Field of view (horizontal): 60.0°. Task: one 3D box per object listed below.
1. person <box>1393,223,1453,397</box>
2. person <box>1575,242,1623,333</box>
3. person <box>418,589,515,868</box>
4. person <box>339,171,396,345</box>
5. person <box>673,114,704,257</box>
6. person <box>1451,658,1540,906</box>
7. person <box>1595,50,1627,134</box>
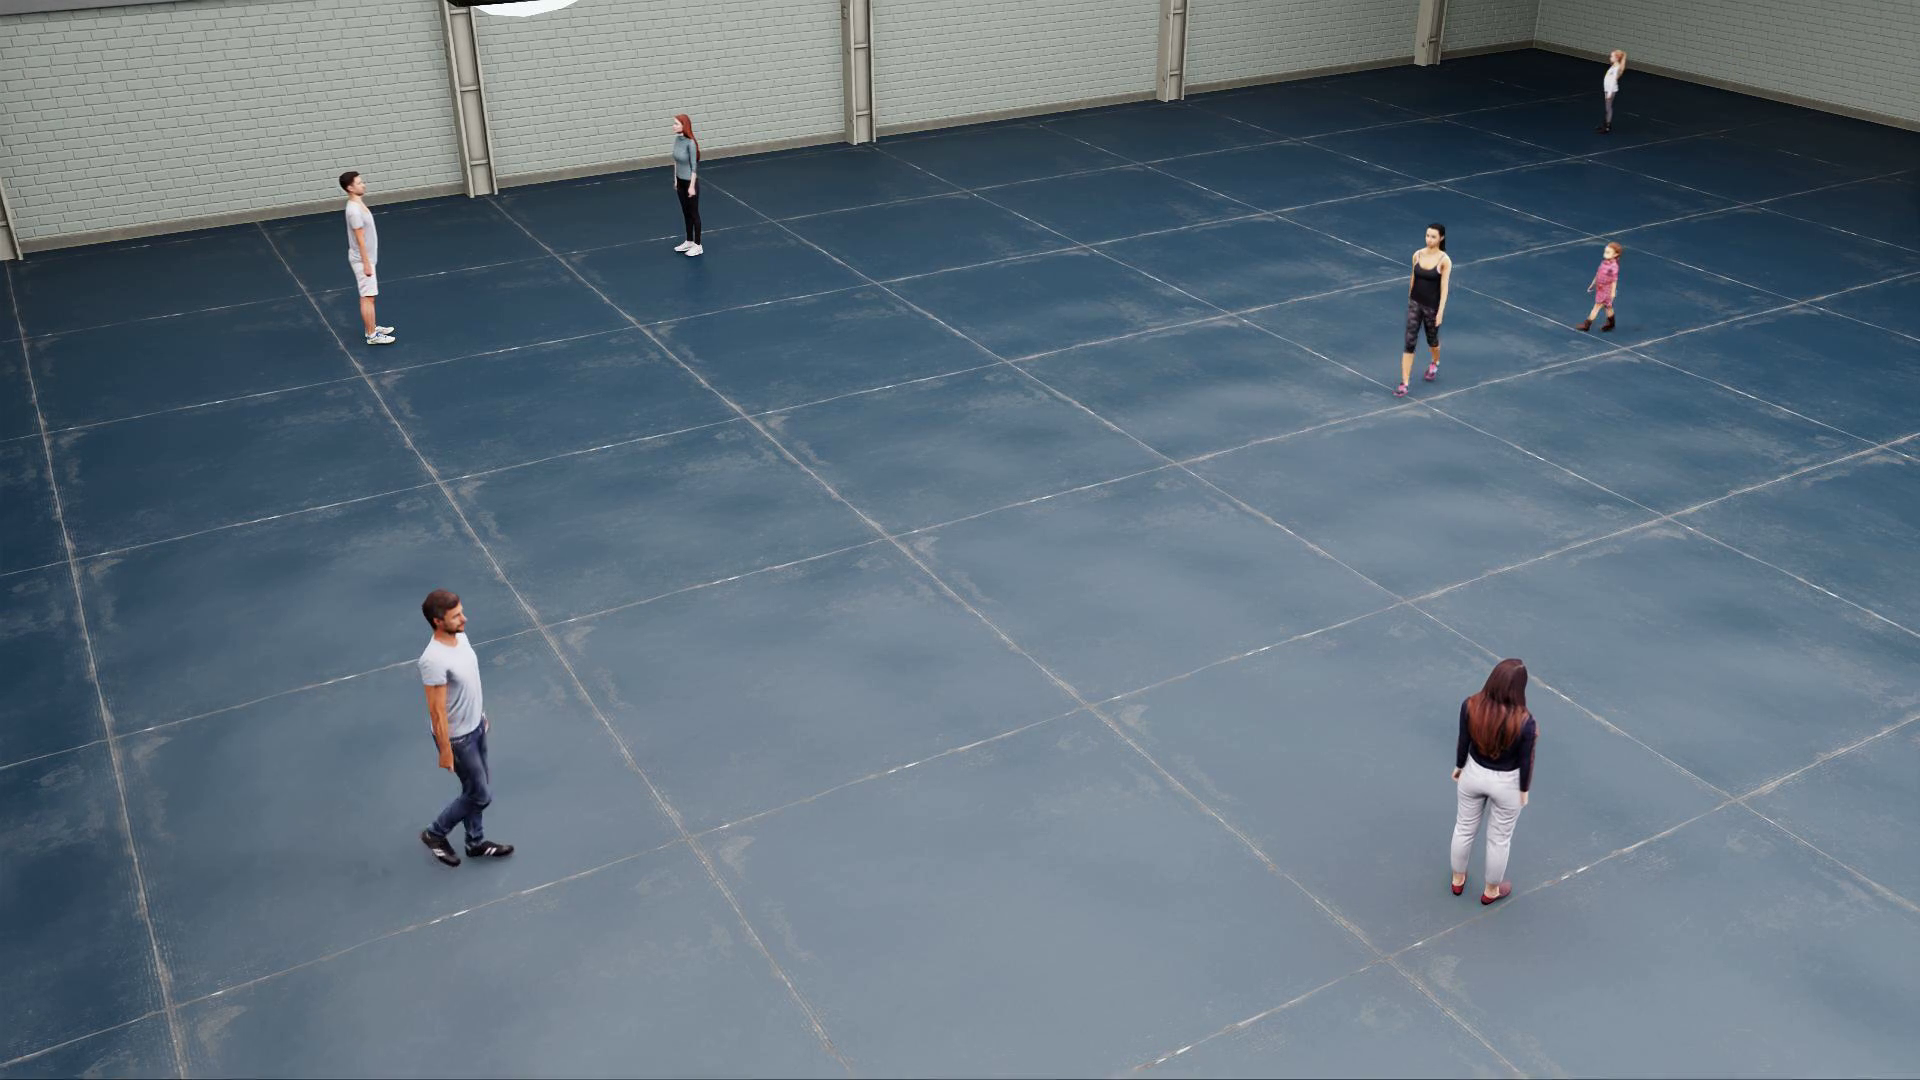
[{"bbox_3d":[4.707,-2.320,16.626,0.855,1.684,1.198,21,34,34],"label":"person"},{"bbox_3d":[7.121,-2.769,18.241,0.784,1.003,0.577,-5,28,-10],"label":"person"},{"bbox_3d":[-3.024,1.122,9.752,0.882,1.856,0.809,0,27,-1],"label":"person"},{"bbox_3d":[-6.394,-3.035,17.828,0.653,1.855,0.727,-8,28,-15],"label":"person"},{"bbox_3d":[-3.378,-4.406,20.611,0.583,1.743,0.604,-20,33,-33],"label":"person"},{"bbox_3d":[3.056,1.374,9.535,0.675,1.608,0.662,19,33,32],"label":"person"},{"bbox_3d":[10.351,-7.136,26.420,0.637,1.279,0.574,8,28,15],"label":"person"}]
